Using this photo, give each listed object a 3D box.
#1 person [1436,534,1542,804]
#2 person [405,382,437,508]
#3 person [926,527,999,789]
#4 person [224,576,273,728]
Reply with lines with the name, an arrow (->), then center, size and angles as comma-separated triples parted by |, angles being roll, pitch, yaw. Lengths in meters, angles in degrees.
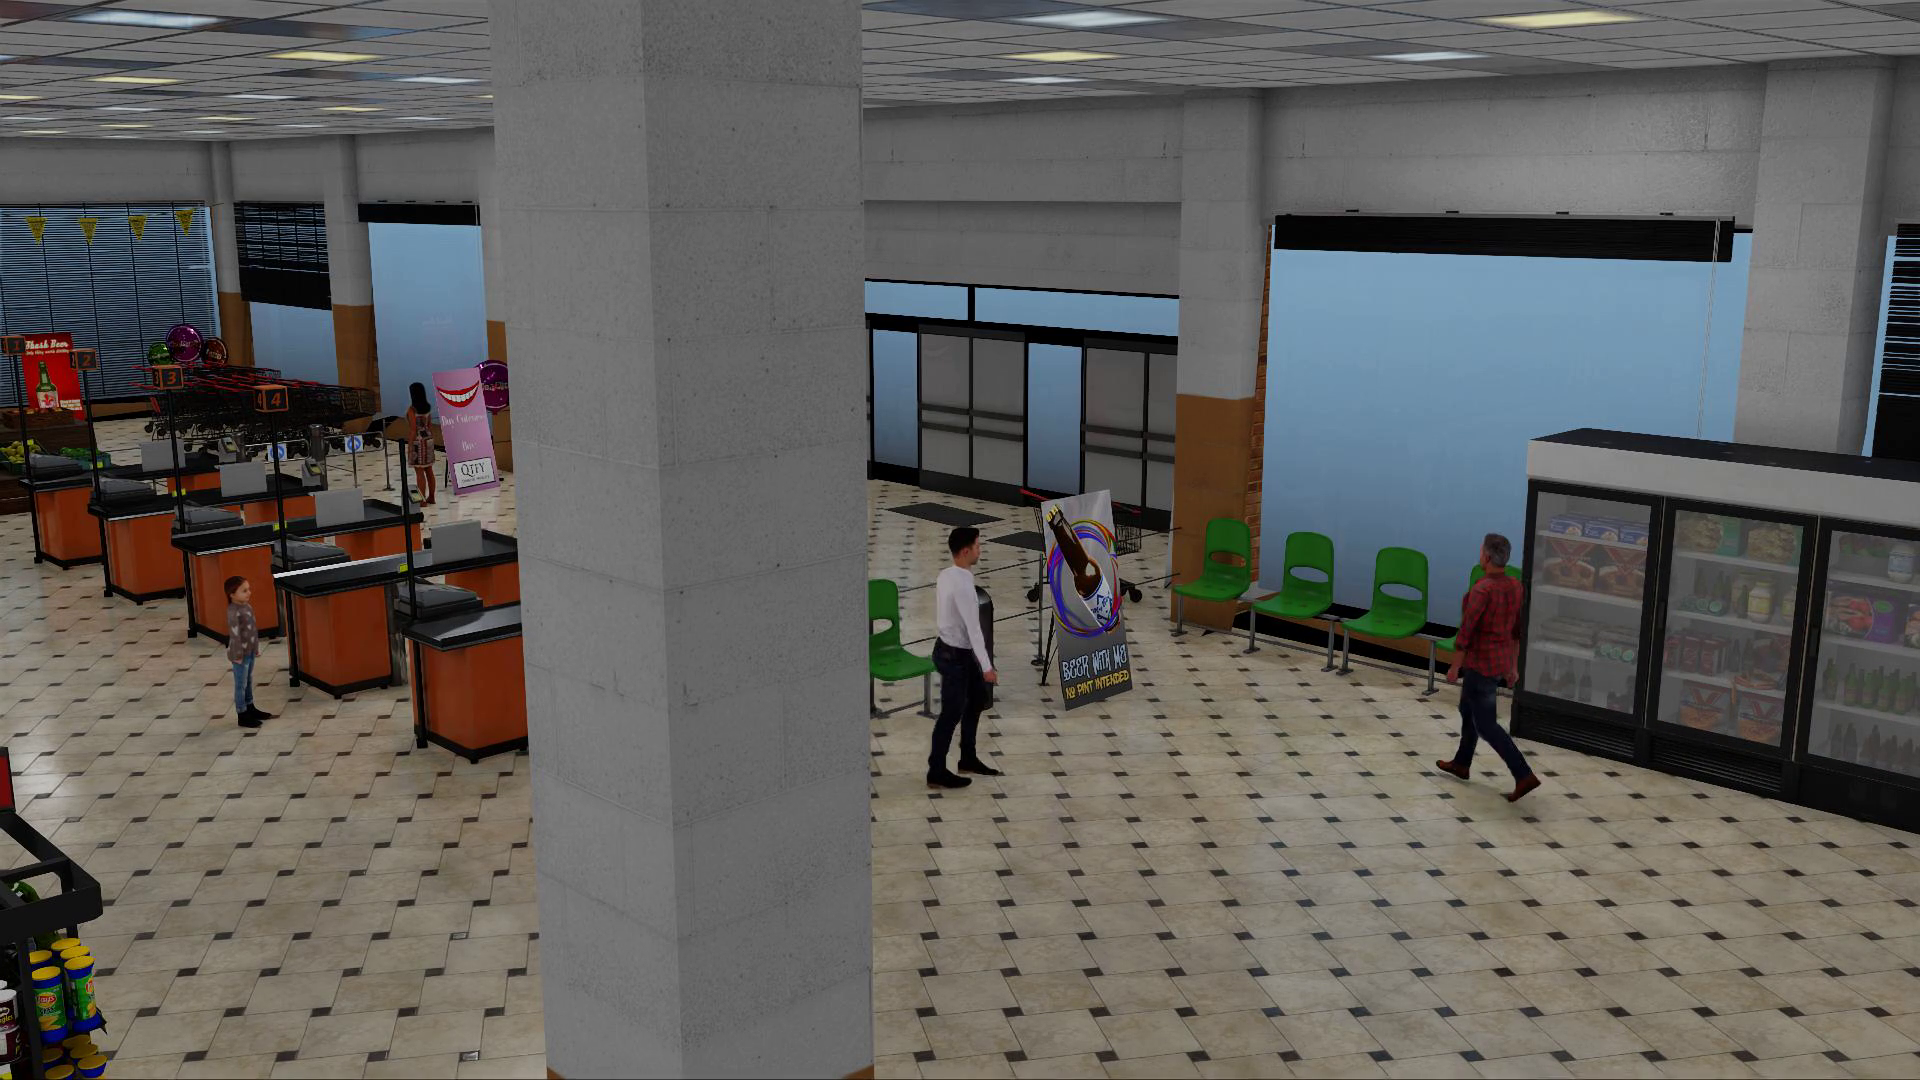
person -> 3.659, 0.893, 11.356 | 1.150, 1.794, 0.838 | -9, 15, -38
person -> -7.128, -1.272, 21.999 | 0.784, 1.645, 0.643 | 4, 12, 17
person -> -0.129, 0.830, 11.526 | 0.898, 1.847, 0.822 | -2, 12, -8
person -> -5.606, 0.855, 12.993 | 0.612, 1.194, 0.555 | 0, 12, -1
